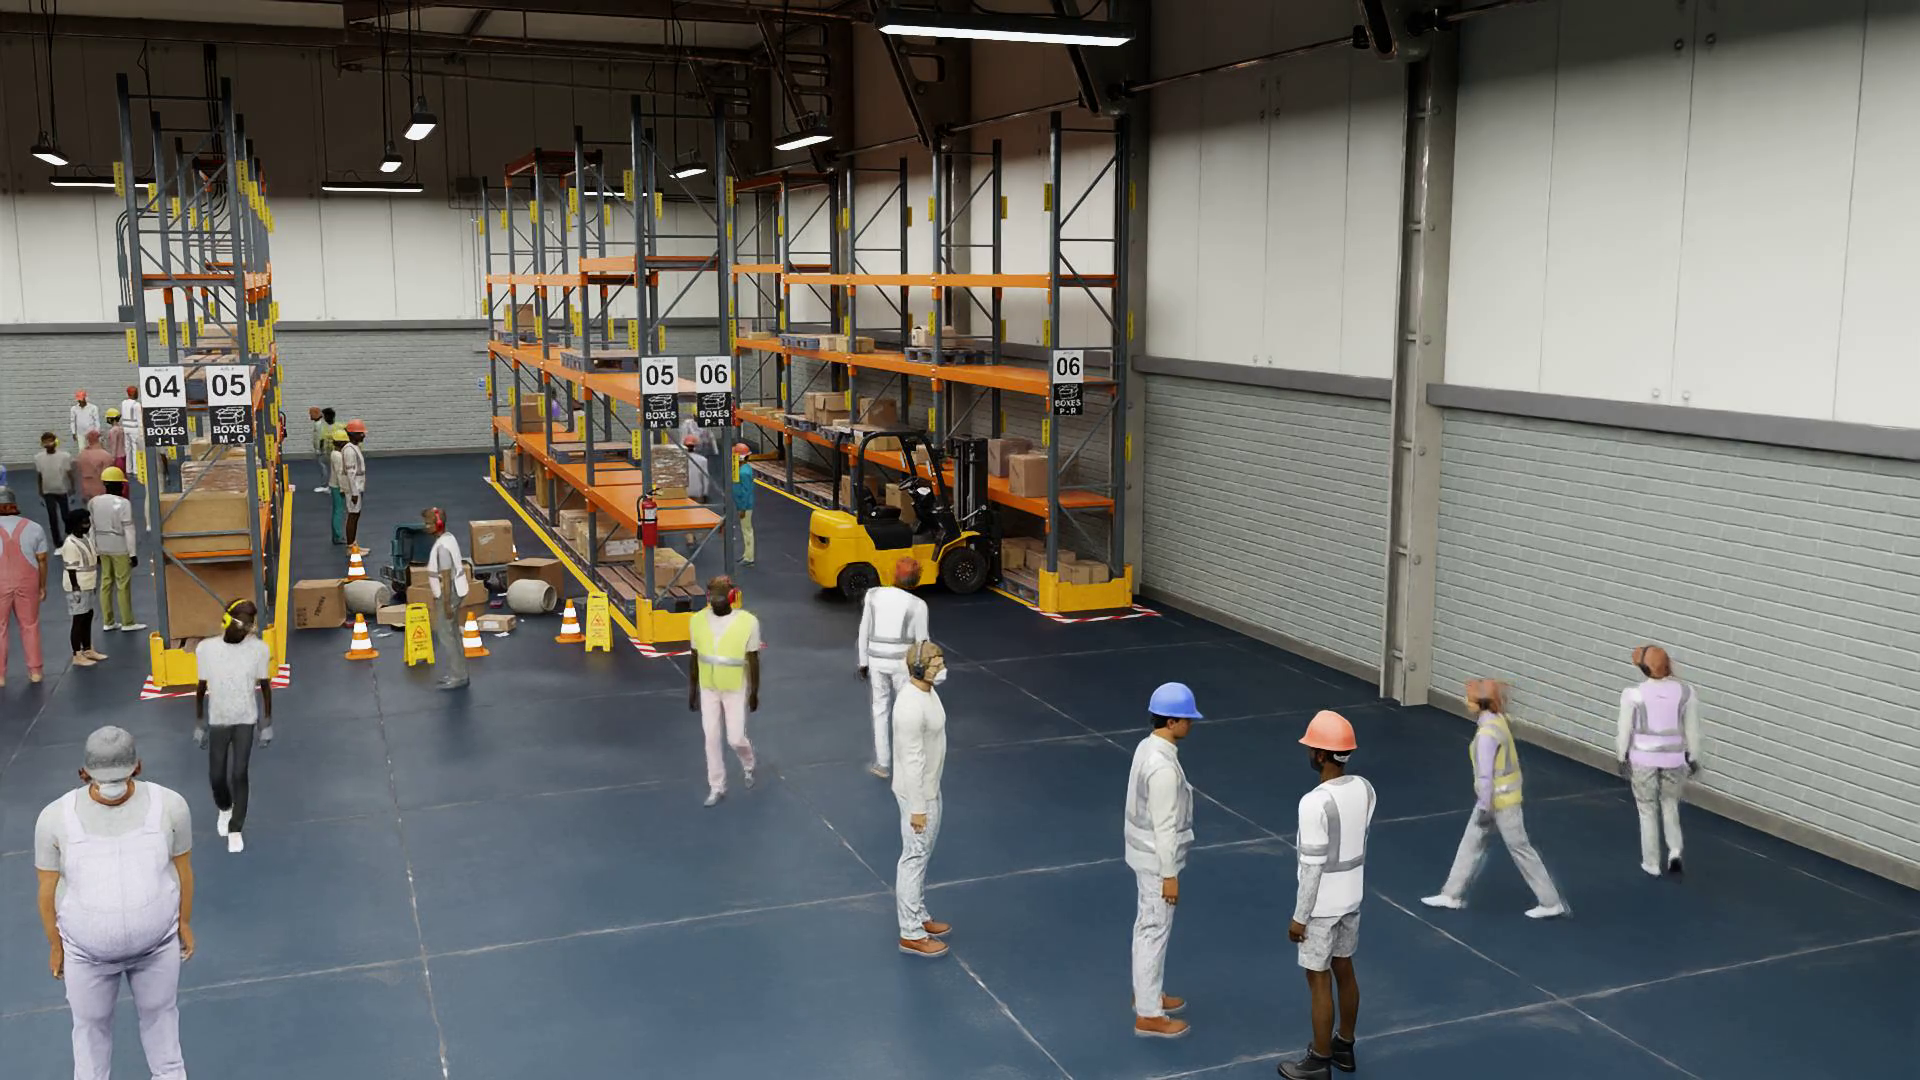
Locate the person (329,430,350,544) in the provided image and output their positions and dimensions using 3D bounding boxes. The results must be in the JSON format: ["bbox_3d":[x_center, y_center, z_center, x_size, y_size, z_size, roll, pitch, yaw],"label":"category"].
[{"bbox_3d":[-9.559,-0.816,25.684,0.350,1.758,0.522,-4,10,-24],"label":"person"}]

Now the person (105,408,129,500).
[{"bbox_3d":[-15.110,-1.474,29.791,0.315,1.769,0.525,-2,9,-10],"label":"person"}]

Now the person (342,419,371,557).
[{"bbox_3d":[-8.874,-0.762,24.486,0.419,2.034,0.604,-2,9,-14],"label":"person"}]

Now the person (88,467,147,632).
[{"bbox_3d":[-9.806,0.112,19.311,0.590,1.923,0.383,3,9,16],"label":"person"}]

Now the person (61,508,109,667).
[{"bbox_3d":[-9.304,0.501,17.609,0.321,1.686,0.539,-1,9,-8],"label":"person"}]

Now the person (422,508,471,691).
[{"bbox_3d":[-5.140,0.573,16.694,0.404,1.832,0.675,-3,9,-16],"label":"person"}]

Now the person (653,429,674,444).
[{"bbox_3d":[-5.674,-1.702,31.694,0.550,1.610,0.404,8,12,39],"label":"person"}]

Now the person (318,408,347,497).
[{"bbox_3d":[-11.775,-1.639,31.163,0.536,1.646,0.844,4,10,23],"label":"person"}]

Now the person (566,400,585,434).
[{"bbox_3d":[-7.874,-2.098,34.129,0.285,1.633,0.497,6,11,35],"label":"person"}]

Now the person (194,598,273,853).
[{"bbox_3d":[-5.215,1.323,11.948,0.532,1.840,0.443,-3,10,-21],"label":"person"}]

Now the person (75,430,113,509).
[{"bbox_3d":[-12.592,-0.652,24.286,0.699,1.882,0.506,3,9,18],"label":"person"}]

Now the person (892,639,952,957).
[{"bbox_3d":[-0.233,1.555,10.175,0.358,1.938,0.636,1,9,5],"label":"person"}]

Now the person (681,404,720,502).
[{"bbox_3d":[-4.717,-1.596,30.467,0.716,1.778,0.873,-9,13,-44],"label":"person"}]

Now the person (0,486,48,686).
[{"bbox_3d":[-9.615,0.448,16.829,0.685,2.000,0.535,-8,12,-41],"label":"person"}]

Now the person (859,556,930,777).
[{"bbox_3d":[-0.528,1.056,13.593,0.672,1.860,0.396,3,9,18],"label":"person"}]

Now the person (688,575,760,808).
[{"bbox_3d":[-1.829,1.160,13.018,0.571,1.830,0.489,2,9,14],"label":"person"}]

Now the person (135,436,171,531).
[{"bbox_3d":[-13.047,-1.068,26.908,0.535,1.868,0.309,0,9,2],"label":"person"}]

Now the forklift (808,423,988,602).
[{"bbox_3d":[-0.830,-0.399,21.676,2.313,2.155,1.214,-4,10,-21],"label":"forklift"}]

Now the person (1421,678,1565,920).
[{"bbox_3d":[3.481,1.660,10.665,0.880,1.576,0.508,2,9,14],"label":"person"}]

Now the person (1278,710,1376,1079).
[{"bbox_3d":[1.864,1.823,8.495,0.360,1.938,0.546,9,13,44],"label":"person"}]

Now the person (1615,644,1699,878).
[{"bbox_3d":[4.770,1.515,11.404,0.545,1.616,0.357,1,9,5],"label":"person"}]

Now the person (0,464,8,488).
[{"bbox_3d":[-12.743,-0.324,21.712,0.395,2.033,0.605,8,12,40],"label":"person"}]

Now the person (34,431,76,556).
[{"bbox_3d":[-13.442,-0.712,24.739,0.496,1.850,0.606,-3,10,-20],"label":"person"}]

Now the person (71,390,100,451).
[{"bbox_3d":[-18.395,-2.284,34.974,0.573,1.739,0.350,-1,9,-9],"label":"person"}]

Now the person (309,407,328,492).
[{"bbox_3d":[-12.298,-1.739,31.894,0.271,1.627,0.501,-4,10,-21],"label":"person"}]

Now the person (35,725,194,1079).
[{"bbox_3d":[-3.987,1.863,7.922,0.680,2.000,0.537,-5,10,-30],"label":"person"}]

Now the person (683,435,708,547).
[{"bbox_3d":[-4.151,-0.760,25.486,0.560,1.707,0.902,-3,10,-20],"label":"person"}]

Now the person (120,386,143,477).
[{"bbox_3d":[-16.983,-2.221,34.165,0.567,1.878,0.356,4,10,26],"label":"person"}]

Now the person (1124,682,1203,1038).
[{"bbox_3d":[1.105,1.730,9.090,0.420,1.939,0.612,0,9,1],"label":"person"}]

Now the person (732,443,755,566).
[{"bbox_3d":[-3.094,-0.502,23.703,0.328,1.753,0.560,-1,9,-6],"label":"person"}]
